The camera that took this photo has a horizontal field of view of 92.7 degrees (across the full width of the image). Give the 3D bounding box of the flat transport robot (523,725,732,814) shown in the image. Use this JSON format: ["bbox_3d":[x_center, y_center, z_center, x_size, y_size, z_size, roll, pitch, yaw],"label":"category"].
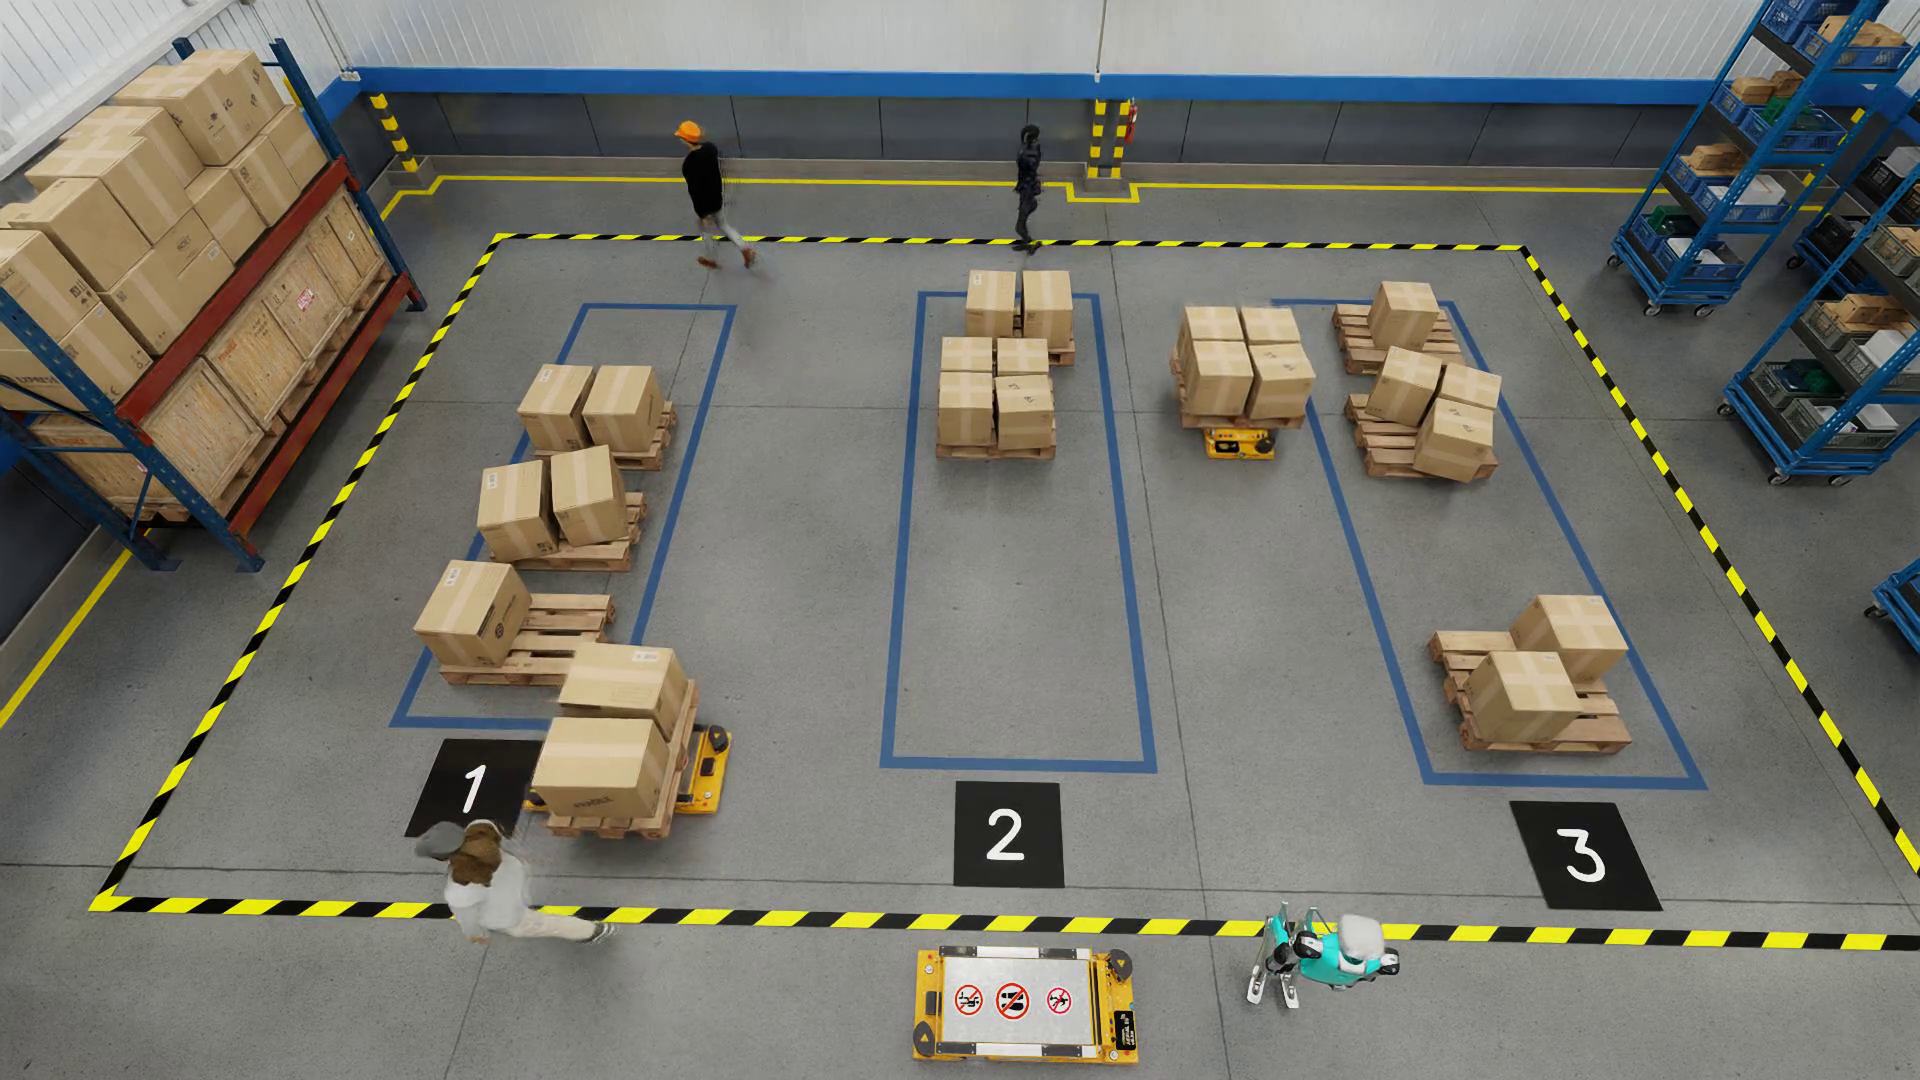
[{"bbox_3d":[-2.538,1.744,7.047,1.431,0.197,0.652,1,51,1],"label":"flat transport robot"}]

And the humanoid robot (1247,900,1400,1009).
[{"bbox_3d":[2.113,2.390,5.506,0.533,1.673,0.735,9,51,7],"label":"humanoid robot"}]

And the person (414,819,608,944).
[{"bbox_3d":[-2.846,2.198,5.746,0.854,1.736,0.560,-7,51,-6],"label":"person"}]

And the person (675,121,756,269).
[{"bbox_3d":[-2.897,-3.945,10.674,0.747,1.866,0.588,23,54,18],"label":"person"}]

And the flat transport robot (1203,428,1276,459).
[{"bbox_3d":[2.849,-1.430,9.633,0.652,0.197,1.431,1,51,1],"label":"flat transport robot"}]

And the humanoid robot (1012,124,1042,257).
[{"bbox_3d":[0.814,-4.175,10.977,0.373,1.644,0.601,-7,51,-6],"label":"humanoid robot"}]

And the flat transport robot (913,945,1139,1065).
[{"bbox_3d":[0.422,3.041,6.007,1.431,0.231,0.659,1,51,1],"label":"flat transport robot"}]
